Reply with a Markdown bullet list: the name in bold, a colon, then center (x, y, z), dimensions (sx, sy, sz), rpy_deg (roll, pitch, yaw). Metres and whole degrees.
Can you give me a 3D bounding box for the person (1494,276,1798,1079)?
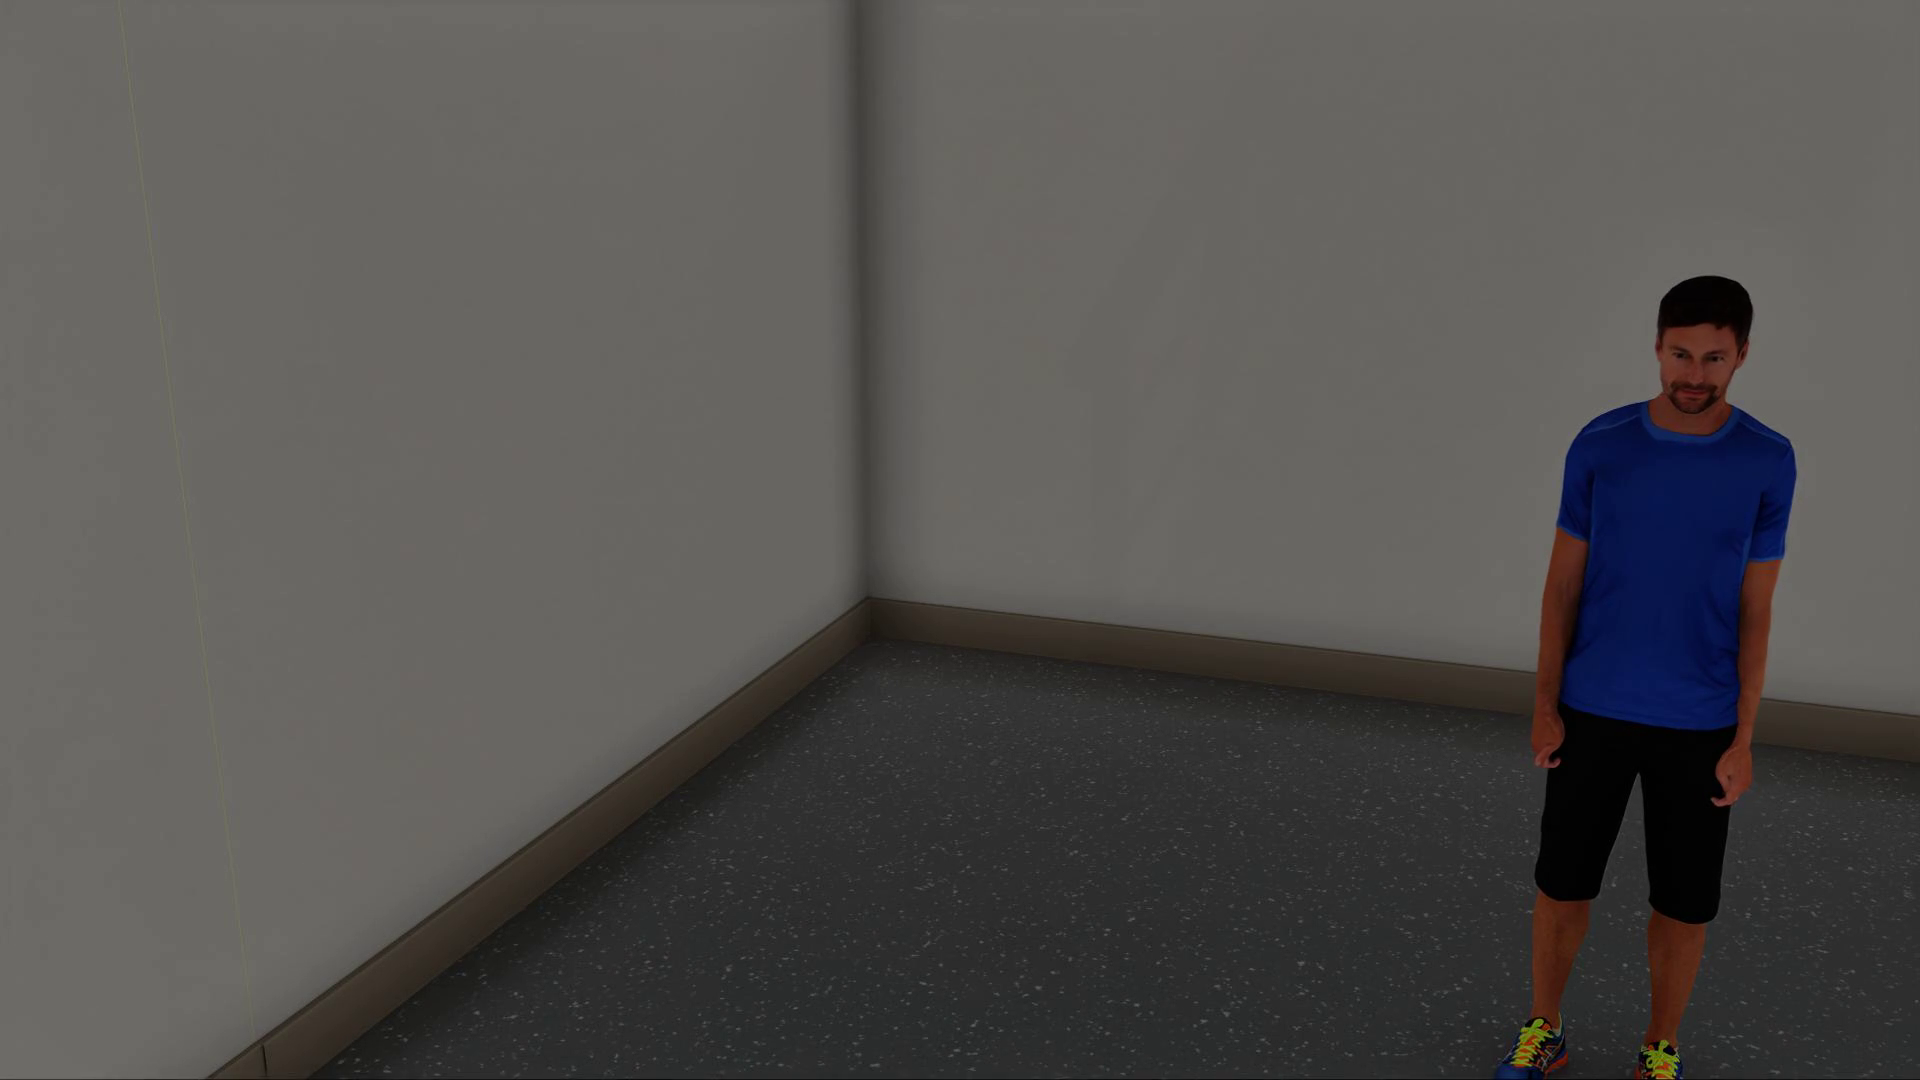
- **person**: center (1.488, 0.359, 3.593), dimensions (0.628, 1.868, 0.585), rpy_deg (8, 17, 25)
